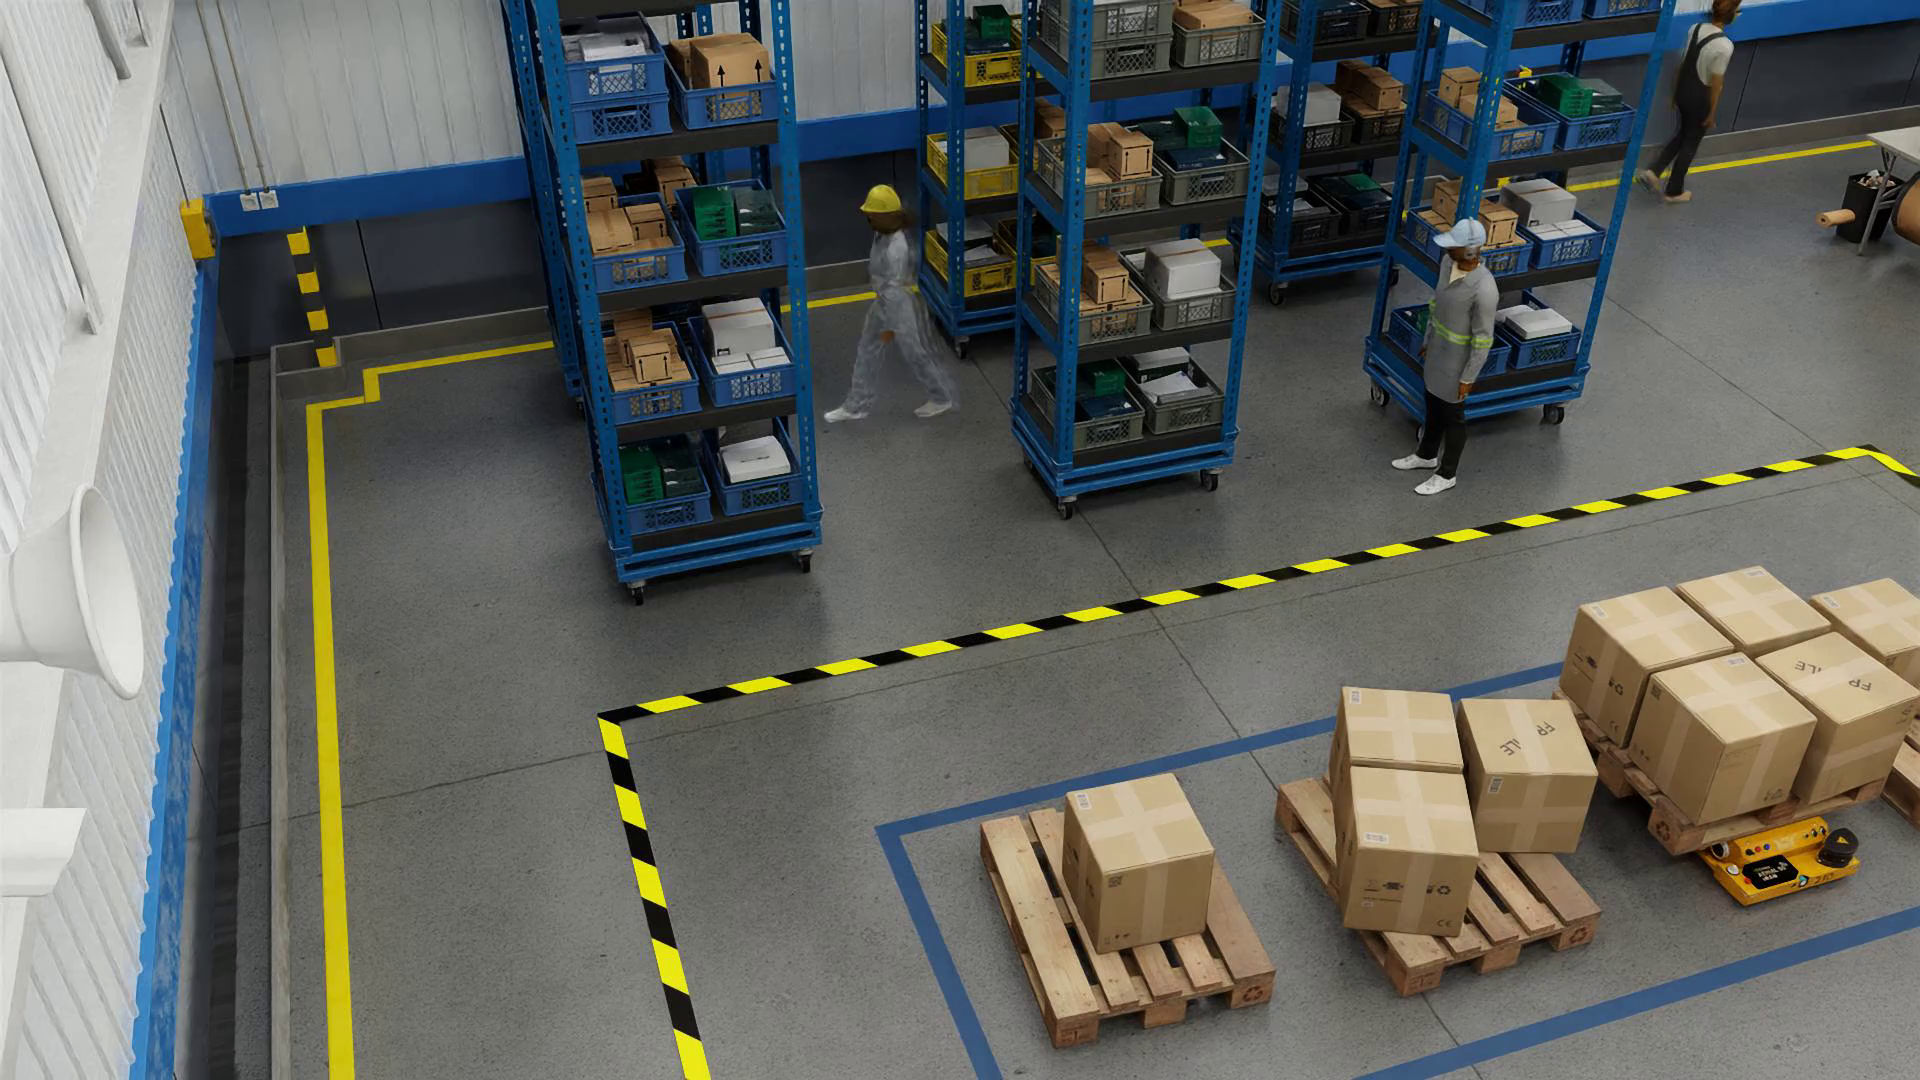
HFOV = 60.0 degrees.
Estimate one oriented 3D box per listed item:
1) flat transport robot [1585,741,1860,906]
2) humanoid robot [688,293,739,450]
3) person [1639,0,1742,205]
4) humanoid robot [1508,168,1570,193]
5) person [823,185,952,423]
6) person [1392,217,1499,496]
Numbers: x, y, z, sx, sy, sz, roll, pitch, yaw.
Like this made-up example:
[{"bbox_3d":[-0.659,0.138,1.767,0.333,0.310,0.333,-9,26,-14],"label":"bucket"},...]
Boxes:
[{"bbox_3d":[3.738,1.188,8.347,0.652,0.197,1.431,-11,37,-15],"label":"flat transport robot"},{"bbox_3d":[-1.538,-1.254,10.621,0.537,1.641,0.590,-27,43,-33],"label":"humanoid robot"},{"bbox_3d":[6.147,-3.670,13.902,0.449,1.829,0.543,-10,36,-14],"label":"person"},{"bbox_3d":[4.542,-2.642,12.565,1.008,1.773,0.532,-17,39,-23],"label":"humanoid robot"},{"bbox_3d":[-0.461,-1.543,11.001,0.884,1.695,0.497,-10,36,-14],"label":"person"},{"bbox_3d":[3.010,-1.135,10.291,0.388,1.849,0.597,-8,36,-11],"label":"person"}]
